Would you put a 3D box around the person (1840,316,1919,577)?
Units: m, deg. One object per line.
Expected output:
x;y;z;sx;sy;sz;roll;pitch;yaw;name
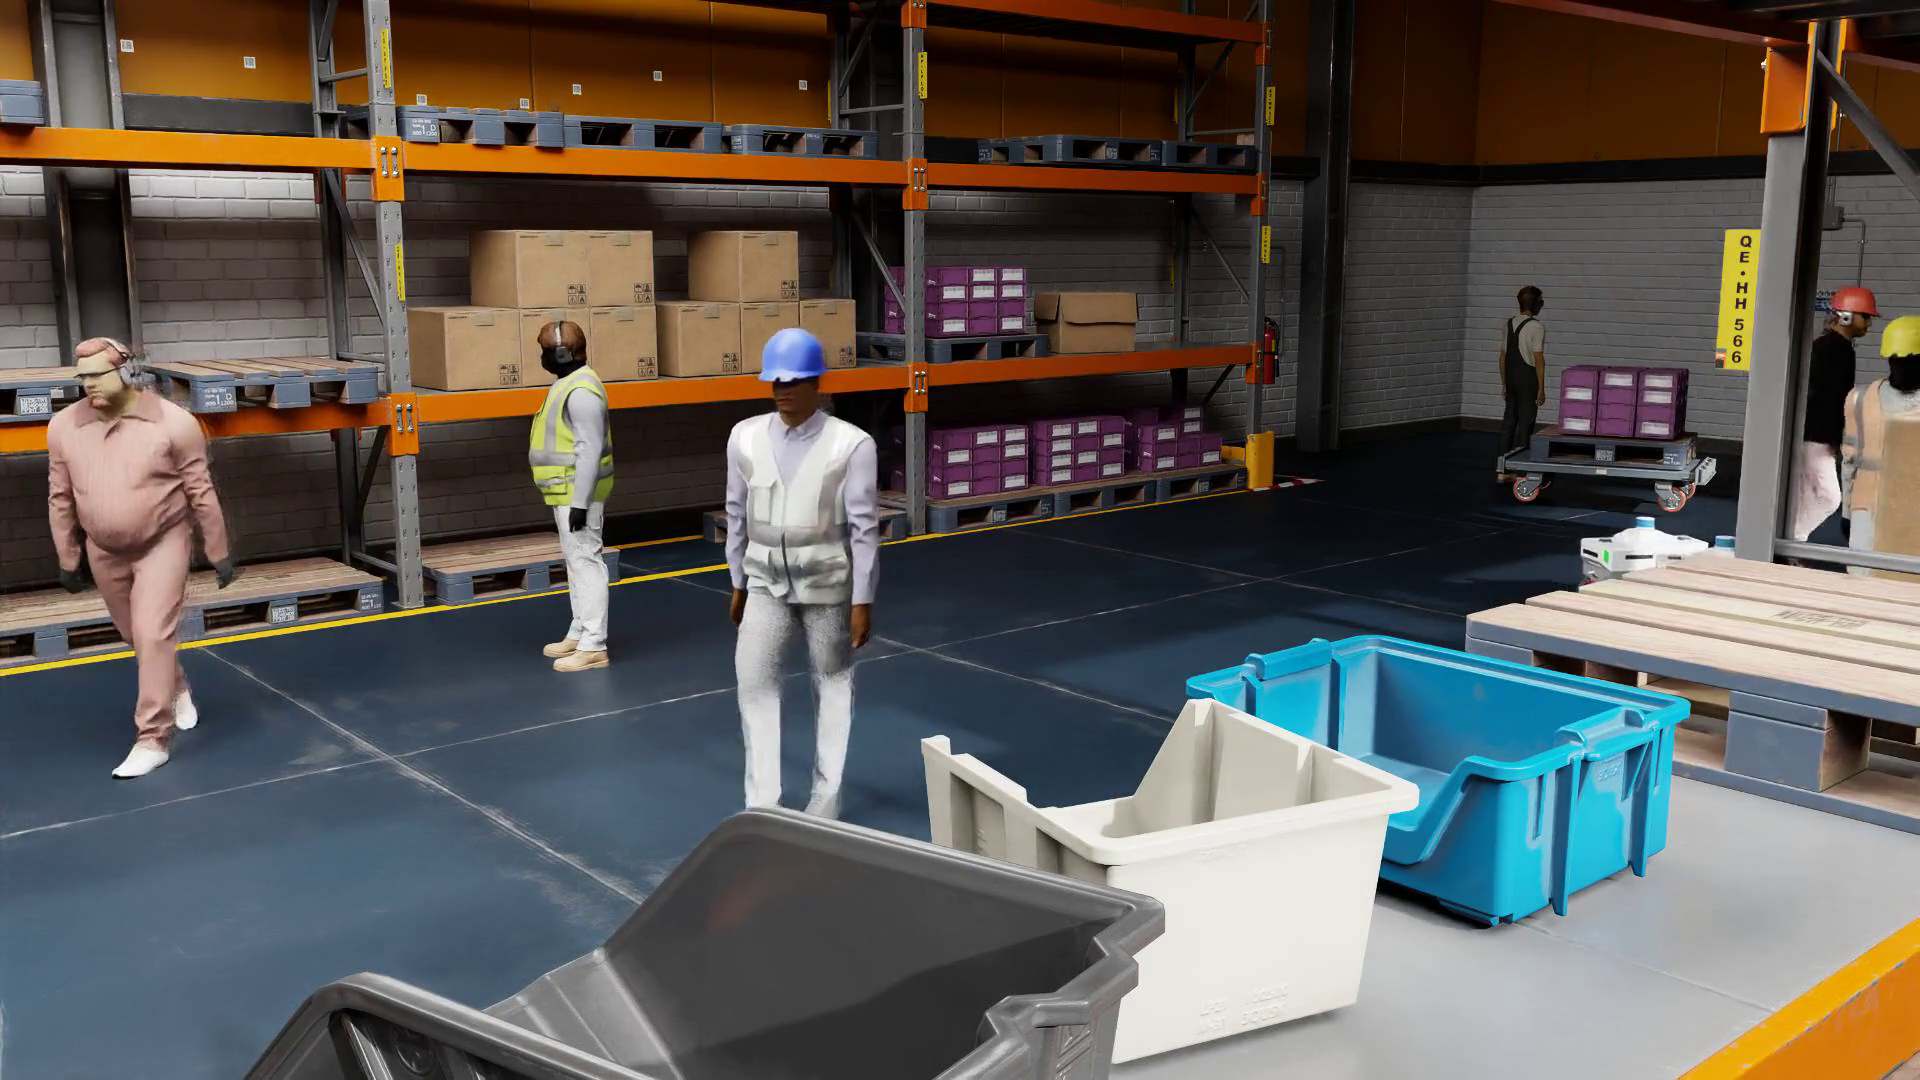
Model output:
4.732;-0.182;8.347;0.850;1.893;0.592;-9;13;-41;person

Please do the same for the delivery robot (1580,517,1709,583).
4.201;0.100;10.226;0.707;0.478;0.477;-1;10;-8;delivery robot

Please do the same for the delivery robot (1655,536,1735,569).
4.378;0.218;9.550;0.707;0.478;0.477;3;11;19;delivery robot

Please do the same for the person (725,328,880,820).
-0.618;0.199;6.084;0.646;1.921;0.756;3;10;15;person

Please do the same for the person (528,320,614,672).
-2.044;-0.233;8.769;0.430;1.839;0.619;-4;11;-19;person

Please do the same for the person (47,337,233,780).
-3.570;0.027;7.283;0.694;1.856;0.946;0;10;-1;person

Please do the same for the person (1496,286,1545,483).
5.219;-1.423;15.409;0.331;1.844;0.521;-5;11;-25;person

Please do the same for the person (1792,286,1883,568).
5.595;-0.652;10.760;0.518;1.962;0.635;9;14;42;person
